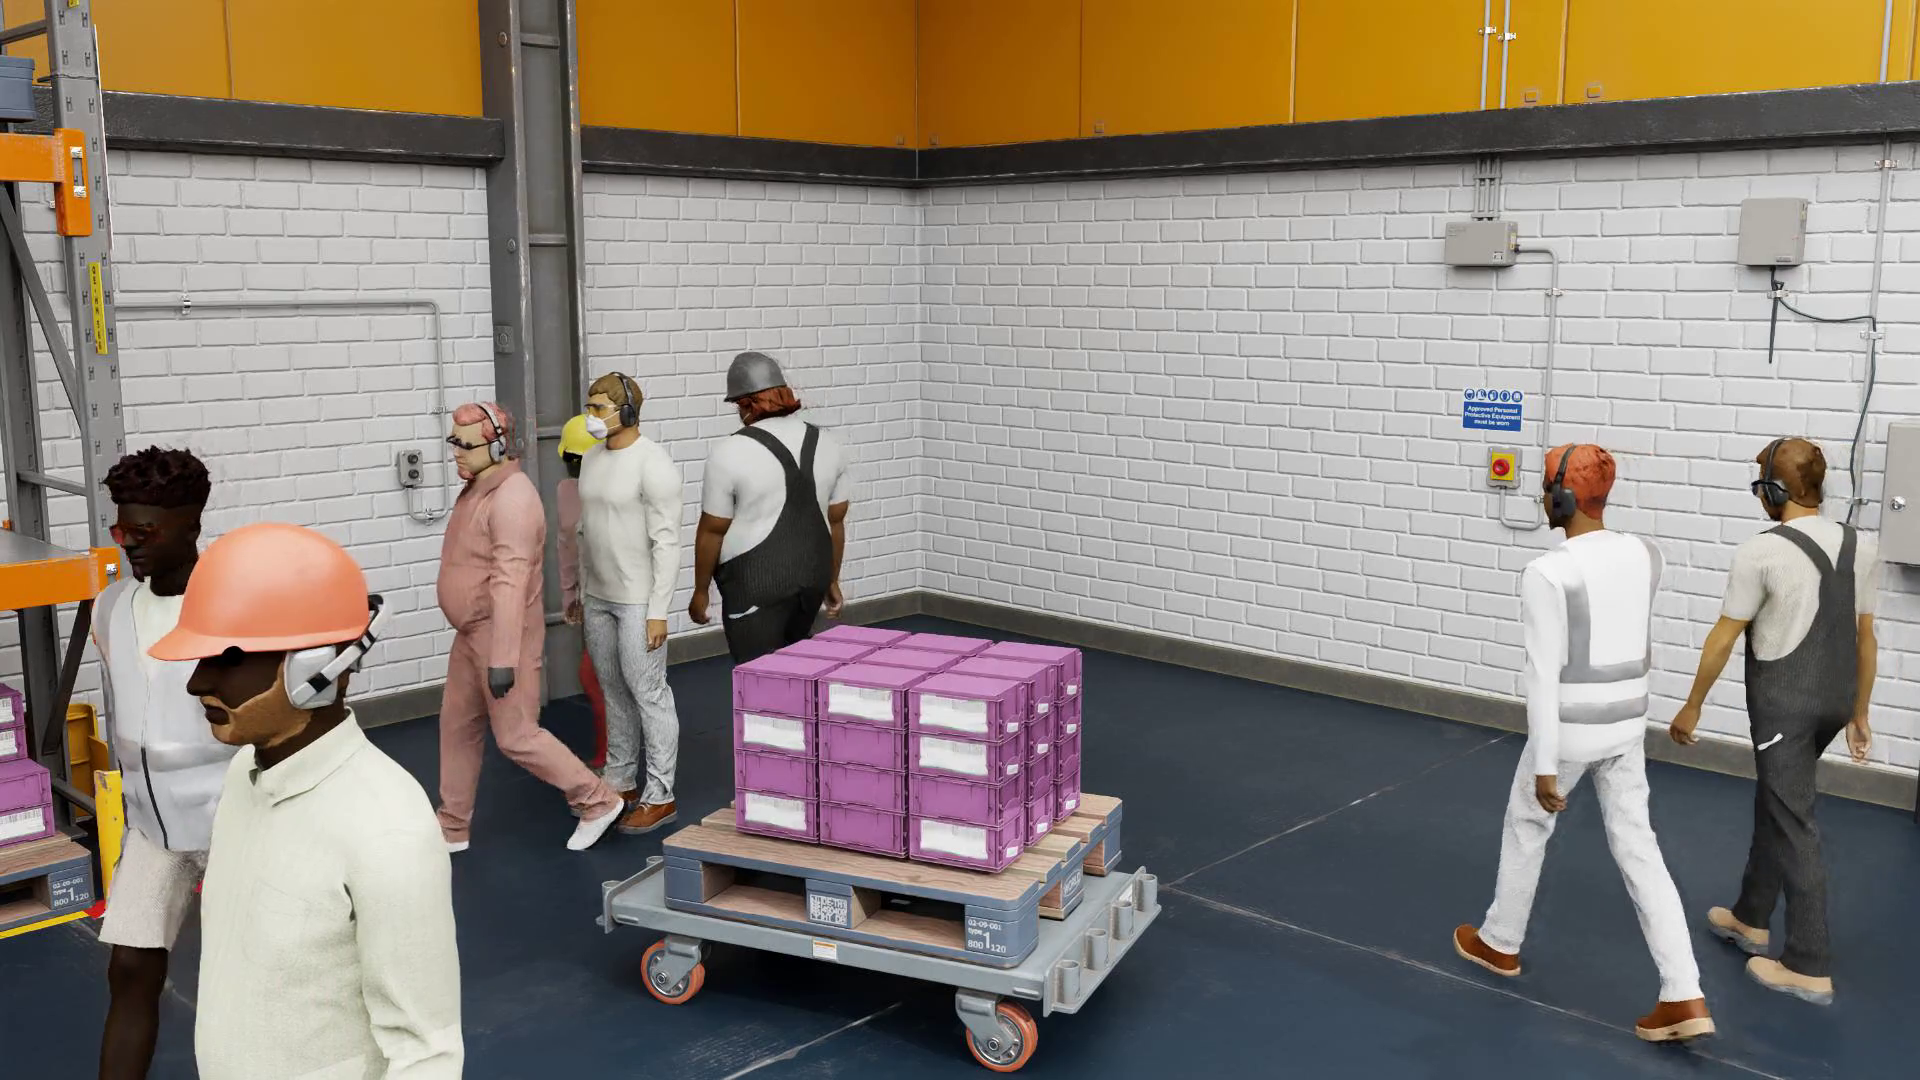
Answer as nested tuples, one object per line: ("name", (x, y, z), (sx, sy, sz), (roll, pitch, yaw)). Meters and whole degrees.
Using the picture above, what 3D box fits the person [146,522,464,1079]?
("person", (-0.987, 0.958, 2.578), (0.612, 1.995, 0.382), (9, 13, 43))

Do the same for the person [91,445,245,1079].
("person", (-1.992, 0.729, 4.206), (0.630, 1.914, 0.969), (3, 10, 15))

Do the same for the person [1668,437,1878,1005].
("person", (2.699, 0.566, 5.541), (0.544, 1.805, 0.772), (-3, 10, -19))

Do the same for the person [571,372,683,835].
("person", (-1.414, 0.261, 7.027), (0.630, 1.940, 0.372), (9, 13, 43))

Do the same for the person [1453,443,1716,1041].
("person", (1.995, 0.615, 5.210), (0.580, 1.845, 1.005), (-4, 10, -22))

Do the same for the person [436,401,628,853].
("person", (-1.798, 0.370, 6.602), (0.833, 1.869, 0.720), (-5, 11, -29))

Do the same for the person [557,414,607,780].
("person", (-1.652, 0.281, 7.564), (0.555, 1.722, 0.530), (-8, 12, -41))

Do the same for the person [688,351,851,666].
("person", (-0.856, 0.160, 7.330), (0.688, 2.000, 0.541), (-9, 13, -44))
